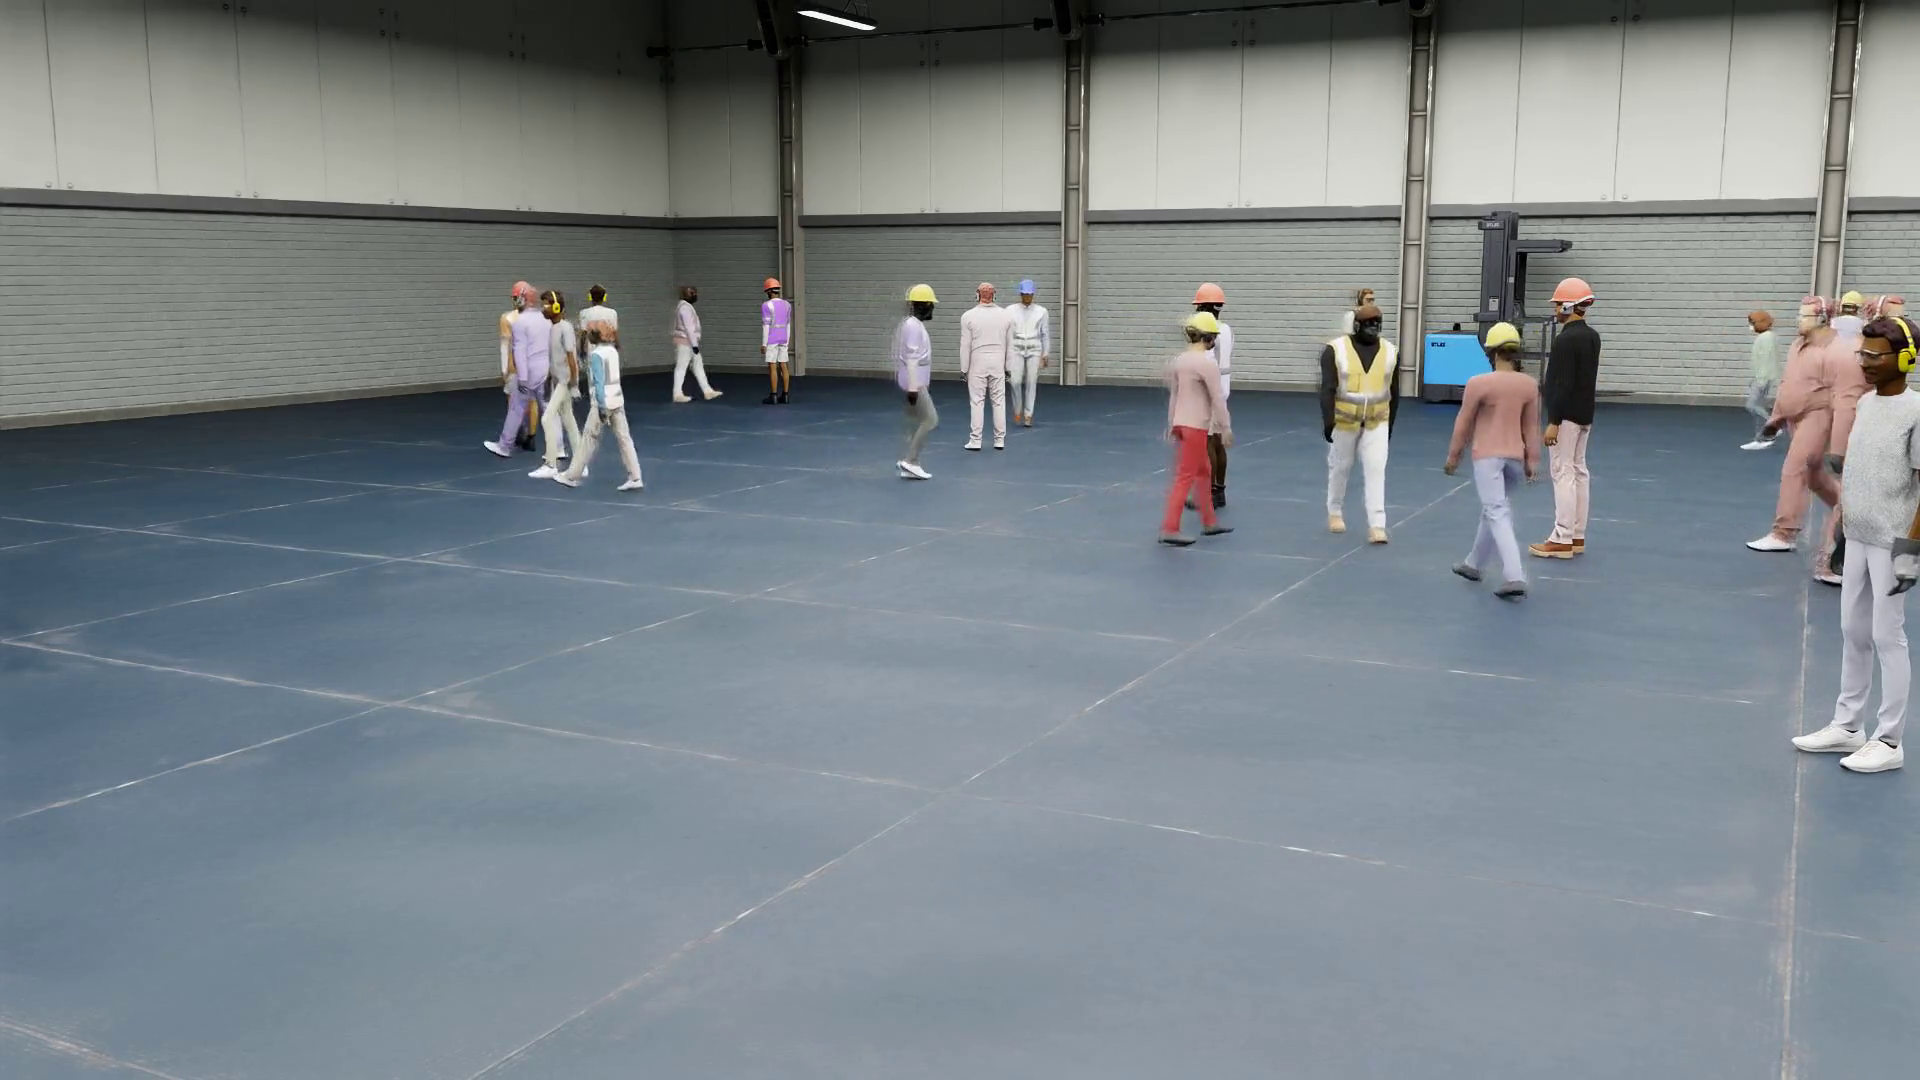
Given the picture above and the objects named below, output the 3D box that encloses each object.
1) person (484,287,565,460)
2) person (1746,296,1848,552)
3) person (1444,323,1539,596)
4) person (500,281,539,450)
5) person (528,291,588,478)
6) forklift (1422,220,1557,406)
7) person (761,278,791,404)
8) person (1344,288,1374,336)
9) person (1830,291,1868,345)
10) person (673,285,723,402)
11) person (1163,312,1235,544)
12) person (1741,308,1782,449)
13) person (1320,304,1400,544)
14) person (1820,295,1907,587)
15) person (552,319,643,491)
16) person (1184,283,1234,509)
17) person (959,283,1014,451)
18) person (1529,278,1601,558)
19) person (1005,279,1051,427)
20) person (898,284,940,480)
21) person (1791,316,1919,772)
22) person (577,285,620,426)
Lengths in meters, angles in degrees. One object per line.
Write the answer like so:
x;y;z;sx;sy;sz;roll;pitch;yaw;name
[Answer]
-4.701;-1.791;18.007;0.987;1.853;0.677;4;10;25;person
6.309;-0.853;12.218;0.900;1.873;0.639;0;9;3;person
3.426;-0.525;10.645;0.524;1.721;0.911;-3;10;-20;person
-5.007;-1.996;19.086;0.579;1.921;0.452;-5;11;-29;person
-4.028;-1.516;16.373;0.761;1.839;0.575;-4;10;-26;person
8.245;-3.527;25.720;1.873;2.768;1.129;5;10;27;forklift
-2.864;-3.073;25.714;0.366;1.931;0.542;8;12;42;person
5.237;-2.339;21.505;0.533;1.818;0.722;-7;12;-38;person
9.831;-1.853;18.518;0.642;1.819;0.423;4;10;25;person
-4.128;-3.072;26.067;0.873;1.807;0.660;-1;9;-7;person
1.860;-0.840;12.539;0.808;1.735;0.537;-3;10;-20;person
9.148;-1.826;18.978;0.397;1.616;0.588;2;9;14;person
3.061;-0.911;12.807;0.628;1.802;0.946;0;9;1;person
5.839;-0.602;10.585;0.631;1.888;0.652;8;12;40;person
-3.358;-1.250;15.496;0.862;1.590;0.528;2;9;14;person
2.143;-1.242;14.392;0.356;1.936;0.551;5;11;30;person
0.293;-1.984;19.066;0.650;1.907;0.409;-3;10;-19;person
4.378;-0.881;11.986;0.381;1.993;0.622;8;12;40;person
0.869;-2.443;21.809;0.644;1.929;0.540;0;9;1;person
-0.398;-1.534;16.278;0.460;1.910;0.617;0;9;0;person
3.775;0.014;6.868;0.328;1.869;0.521;-1;9;-6;person
-4.770;-2.422;21.981;0.578;1.874;0.472;-5;10;-28;person
